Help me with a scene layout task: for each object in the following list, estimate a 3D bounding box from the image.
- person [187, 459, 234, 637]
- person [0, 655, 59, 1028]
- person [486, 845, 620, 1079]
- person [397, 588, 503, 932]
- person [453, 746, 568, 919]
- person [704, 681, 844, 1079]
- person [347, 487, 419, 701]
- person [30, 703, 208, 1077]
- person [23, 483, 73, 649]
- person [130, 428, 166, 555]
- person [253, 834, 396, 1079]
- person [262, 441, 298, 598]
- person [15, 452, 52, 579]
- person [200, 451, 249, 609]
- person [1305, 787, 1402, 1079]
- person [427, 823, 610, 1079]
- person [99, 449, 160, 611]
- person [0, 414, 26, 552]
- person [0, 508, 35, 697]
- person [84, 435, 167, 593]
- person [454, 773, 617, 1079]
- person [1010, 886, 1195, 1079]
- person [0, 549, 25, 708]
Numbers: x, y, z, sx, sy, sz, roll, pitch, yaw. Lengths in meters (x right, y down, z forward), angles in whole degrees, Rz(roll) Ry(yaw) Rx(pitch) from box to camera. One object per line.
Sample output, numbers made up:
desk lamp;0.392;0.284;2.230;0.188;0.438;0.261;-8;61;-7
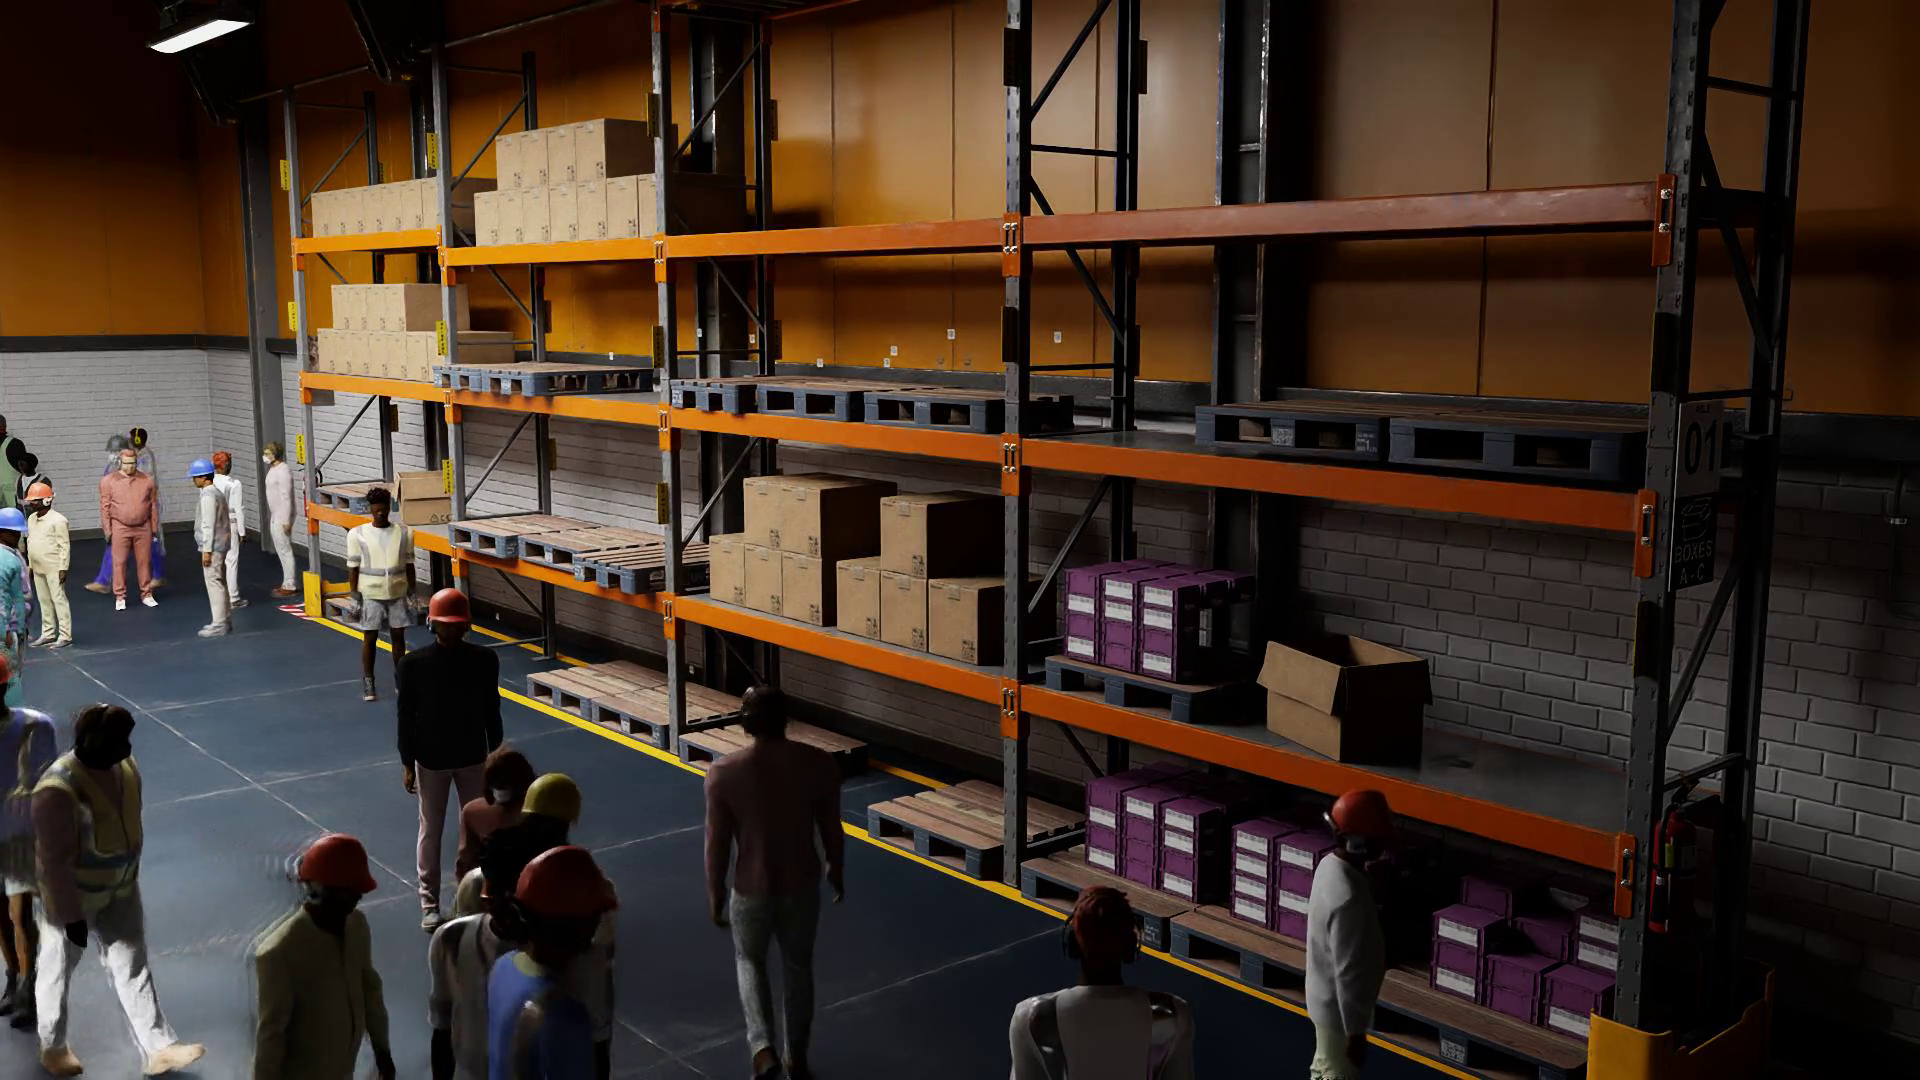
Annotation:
person;-8.176;0.079;18.172;0.419;1.933;0.622;-2;8;-15
person;-4.847;1.499;8.352;0.565;1.912;0.660;-1;8;-9
person;-1.333;1.926;5.073;0.962;2.014;0.610;-4;9;-27
person;-2.966;1.263;9.722;0.608;1.996;0.375;-5;10;-32
person;-2.085;1.744;7.721;0.514;1.615;0.570;1;8;8
person;-0.841;1.597;7.685;0.671;1.921;0.458;-2;8;-13
person;-5.284;0.483;15.245;0.613;1.963;0.361;-5;9;-29
person;-3.987;1.646;7.766;0.927;1.785;0.647;2;9;16
person;-9.591;0.270;17.457;0.574;1.749;0.333;4;9;26
person;-11.547;-0.662;23.605;0.351;1.860;0.507;-1;8;-9
person;-2.259;1.922;6.075;0.653;1.718;0.572;2;8;12
person;-8.400;-0.262;20.559;0.379;1.930;0.636;-5;9;-30
person;-12.051;-0.299;21.630;0.533;1.692;0.319;1;8;10
person;-8.735;-0.116;19.743;0.568;1.878;0.351;2;8;12
person;1.555;1.832;6.634;0.349;1.744;0.566;1;8;10
person;-1.476;1.886;5.527;0.627;1.958;0.396;1;8;7
person;-9.819;-0.127;19.712;0.639;1.903;0.409;-7;11;-41
person;-13.865;-0.822;24.058;0.688;2.000;0.539;-5;10;-32
person;-7.898;0.697;13.843;0.402;1.942;0.604;-2;8;-15
person;-10.461;-0.359;20.838;0.699;2.000;1.033;4;9;23
person;-1.562;1.844;6.126;0.642;1.868;0.876;-2;9;-17
person;0.434;1.983;5.113;0.572;1.883;0.356;0;8;-3
person;-8.011;0.747;13.616;0.643;1.910;0.399;-7;11;-40
